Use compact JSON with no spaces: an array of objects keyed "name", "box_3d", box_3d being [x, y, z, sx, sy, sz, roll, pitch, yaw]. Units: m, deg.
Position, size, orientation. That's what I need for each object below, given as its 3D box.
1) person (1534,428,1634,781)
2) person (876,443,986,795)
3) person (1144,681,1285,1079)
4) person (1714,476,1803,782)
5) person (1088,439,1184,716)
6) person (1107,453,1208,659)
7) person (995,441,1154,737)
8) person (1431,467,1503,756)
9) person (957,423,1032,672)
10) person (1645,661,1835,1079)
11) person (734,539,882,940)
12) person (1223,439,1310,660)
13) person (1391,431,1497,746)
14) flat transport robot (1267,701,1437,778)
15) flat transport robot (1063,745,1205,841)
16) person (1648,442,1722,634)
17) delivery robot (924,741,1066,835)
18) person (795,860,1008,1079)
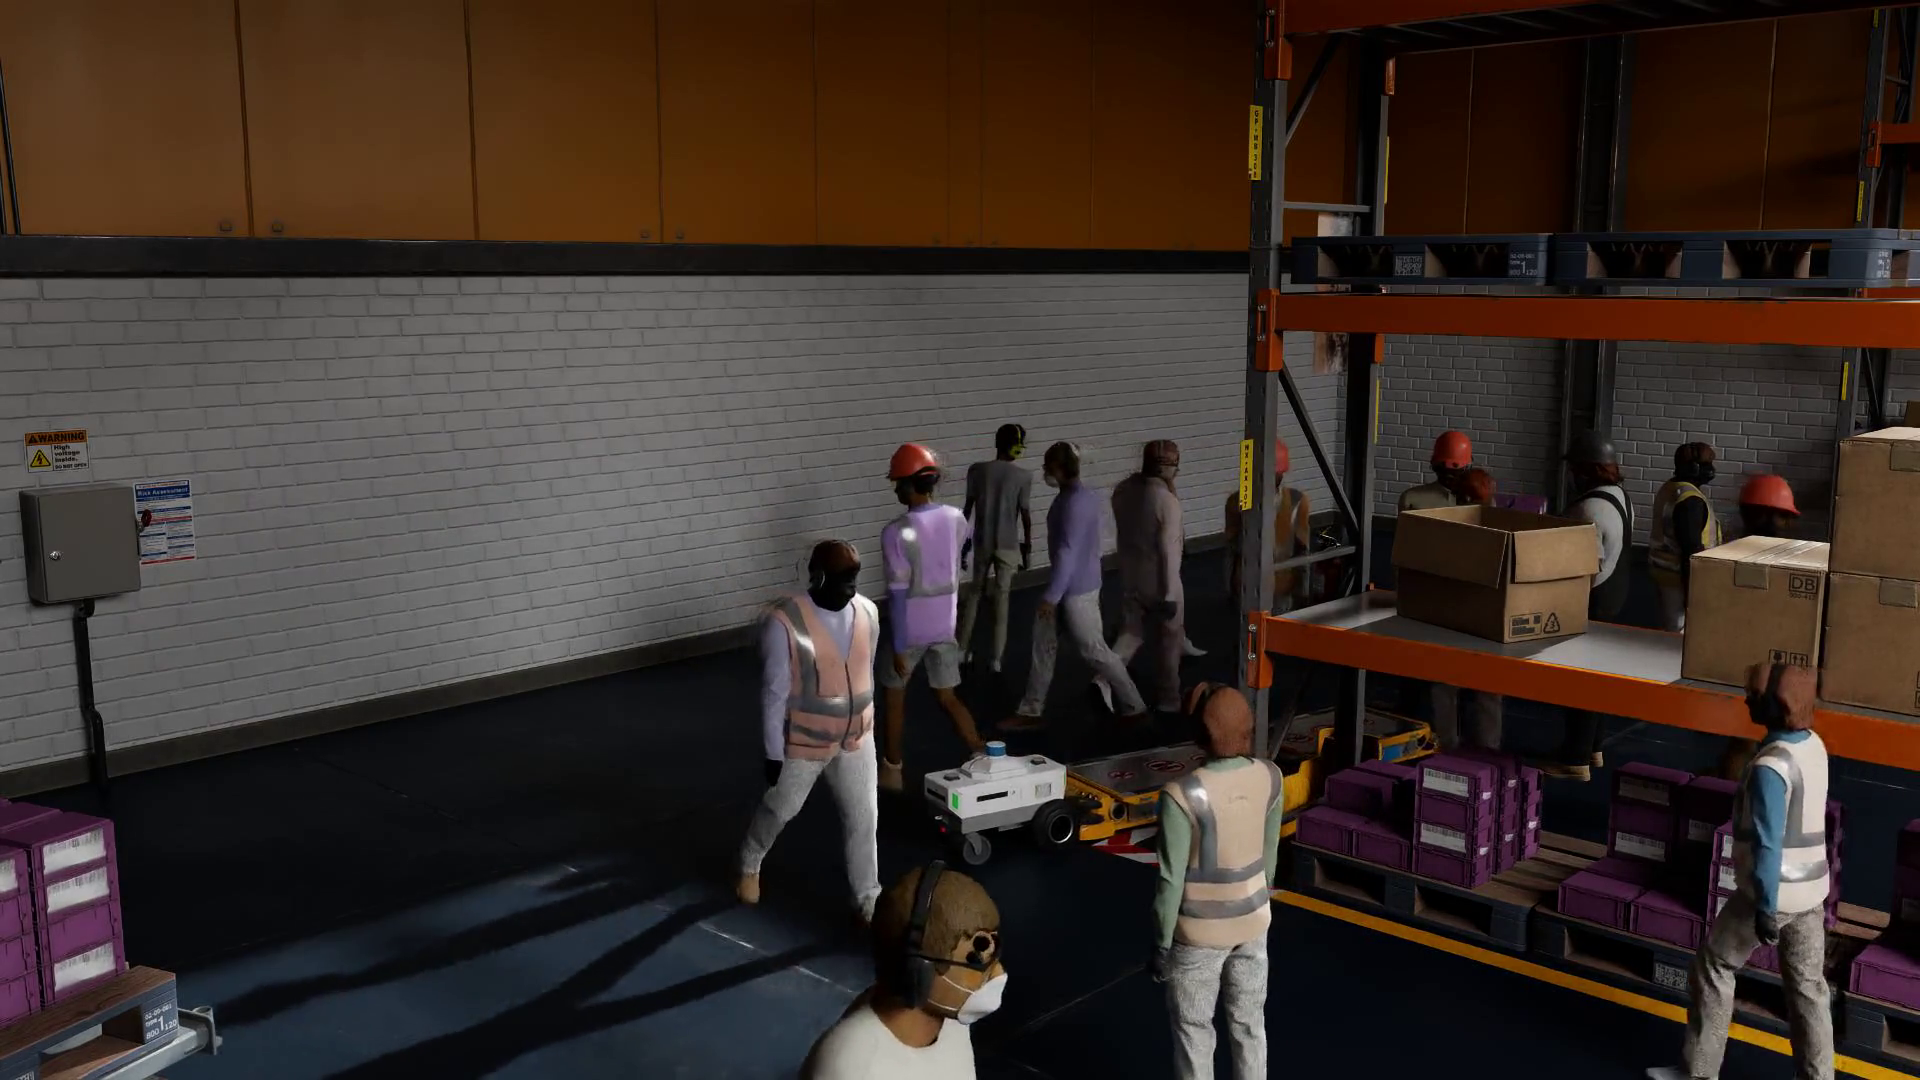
[{"name":"person","box_3d":[3.590,0.364,9.681,0.538,2.000,0.684,6,11,35]},{"name":"person","box_3d":[-0.164,0.473,9.106,0.597,2.004,0.917,-8,12,-39]},{"name":"person","box_3d":[0.831,1.265,5.391,0.522,1.638,0.311,-6,11,-32]},{"name":"person","box_3d":[3.969,0.649,8.398,0.400,1.904,0.645,8,12,41]},{"name":"person","box_3d":[1.219,0.259,10.839,0.771,1.872,0.654,-7,11,-36]},{"name":"person","box_3d":[1.491,0.093,12.720,0.872,1.592,0.540,5,10,27]},{"name":"person","box_3d":[0.761,0.313,10.472,0.975,1.899,0.626,-1,9,-7]},{"name":"person","box_3d":[2.826,0.523,9.246,0.629,1.855,0.707,-2,9,-11]},{"name":"person","box_3d":[0.254,0.055,12.227,0.588,1.838,0.427,3,10,16]},{"name":"person","box_3d":[2.770,1.209,5.817,0.529,1.615,0.709,-8,12,-41]},{"name":"person","box_3d":[-0.665,0.855,7.478,0.631,1.792,1.017,-7,11,-35]},{"name":"person","box_3d":[1.948,0.263,10.749,0.546,1.903,0.819,-1,9,-7]},{"name":"person","box_3d":[2.923,0.328,10.072,0.609,1.986,0.391,1,9,6]},{"name":"flat transport robot","box_3d":[2.243,1.210,9.905,1.431,0.197,0.652,-7,11,-36]},{"name":"flat transport robot","box_3d":[1.059,1.343,9.089,1.431,0.197,0.652,-5,11,-30]},{"name":"person","box_3d":[4.702,0.279,10.813,0.430,1.845,0.624,2,9,10]},{"name":"delivery robot","box_3d":[0.179,1.264,8.422,0.707,0.478,0.477,-6,11,-30]},{"name":"person","box_3d":[-0.135,1.509,3.057,0.553,1.911,0.704,3,10,16]}]
